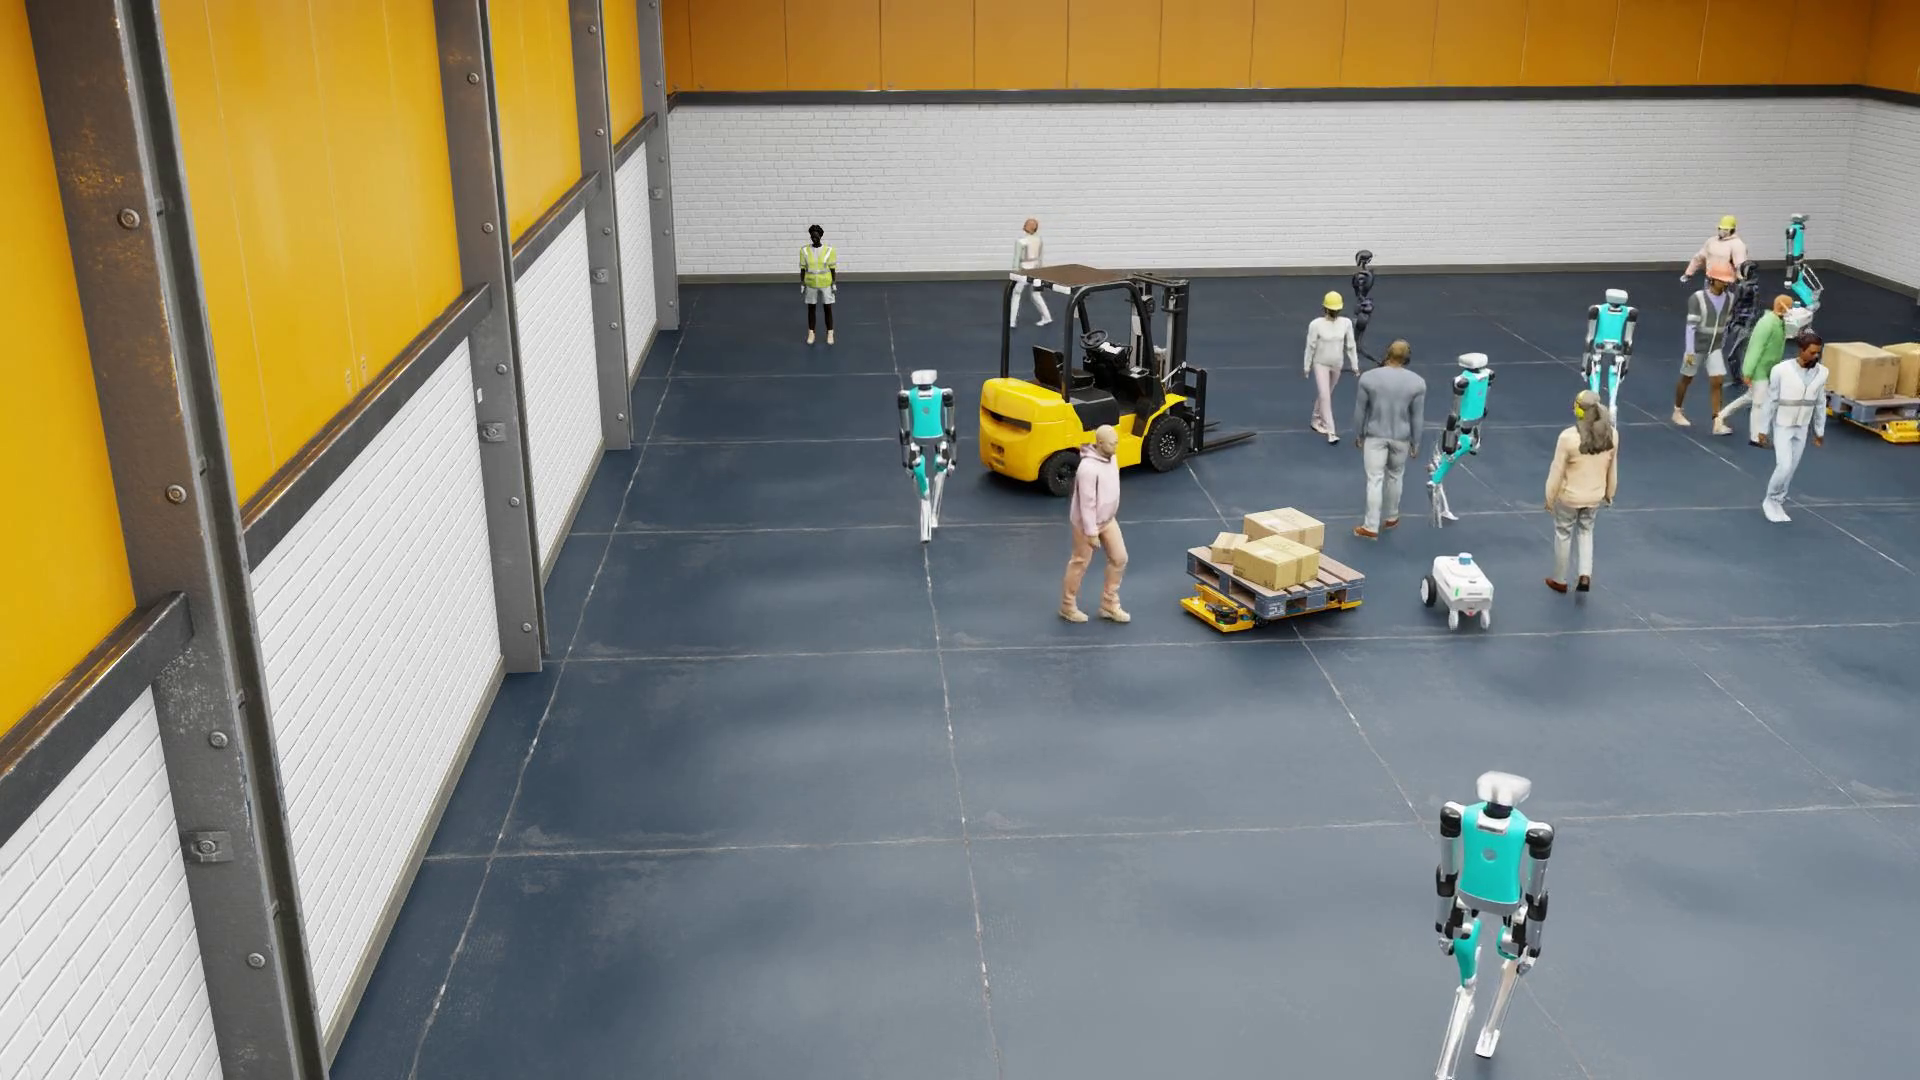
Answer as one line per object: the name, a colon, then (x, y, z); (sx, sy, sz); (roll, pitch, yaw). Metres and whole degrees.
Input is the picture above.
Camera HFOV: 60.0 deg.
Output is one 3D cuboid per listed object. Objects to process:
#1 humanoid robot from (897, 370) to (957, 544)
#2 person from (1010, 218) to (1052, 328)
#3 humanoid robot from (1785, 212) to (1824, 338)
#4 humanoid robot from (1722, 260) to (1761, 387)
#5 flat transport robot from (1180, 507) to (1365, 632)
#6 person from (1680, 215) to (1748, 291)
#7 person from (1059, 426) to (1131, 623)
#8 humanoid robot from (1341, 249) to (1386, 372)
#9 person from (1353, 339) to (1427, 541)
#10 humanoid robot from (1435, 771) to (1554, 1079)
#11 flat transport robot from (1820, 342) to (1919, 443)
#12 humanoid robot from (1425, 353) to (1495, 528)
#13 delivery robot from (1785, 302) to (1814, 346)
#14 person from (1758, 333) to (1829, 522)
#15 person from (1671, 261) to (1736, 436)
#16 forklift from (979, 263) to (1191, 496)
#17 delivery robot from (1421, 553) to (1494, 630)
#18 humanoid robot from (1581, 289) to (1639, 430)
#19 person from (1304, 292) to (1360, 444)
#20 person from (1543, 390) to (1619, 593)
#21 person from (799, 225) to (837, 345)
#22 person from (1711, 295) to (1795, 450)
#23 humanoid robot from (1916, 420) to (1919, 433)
humanoid robot: (-0.302, -0.813, 15.732); (0.560, 1.735, 1.036); (0, 20, 0)
person: (0.997, -3.897, 24.304); (0.563, 1.612, 0.551); (-17, 26, -39)
humanoid robot: (12.044, -3.743, 23.676); (0.752, 1.764, 0.538); (16, 25, 37)
humanoid robot: (9.945, -2.737, 21.074); (0.412, 1.635, 0.585); (-2, 20, -5)
flat transport robot: (2.679, 0.492, 14.286); (1.431, 0.231, 0.659); (-9, 22, -24)
person: (10.451, -3.599, 23.154); (0.741, 1.841, 0.881); (-8, 22, -20)
person: (1.159, -0.124, 13.825); (0.703, 1.742, 0.574); (14, 25, 34)
humanoid robot: (5.319, -2.974, 21.705); (0.605, 1.632, 0.589); (7, 21, 18)
person: (4.083, -0.960, 15.907); (0.645, 1.897, 0.711); (4, 21, 10)
humanoid robot: (2.672, 1.908, 8.324); (0.542, 1.782, 0.896); (12, 23, 29)
flat transport robot: (10.813, -1.436, 19.540); (0.659, 0.231, 1.431); (-3, 20, -8)
humanoid robot: (4.737, -0.948, 16.170); (0.547, 1.858, 0.690); (-15, 25, -34)
delivery robot: (11.810, -3.072, 23.584); (0.500, 0.596, 0.767); (17, 26, 38)
person: (8.131, -1.081, 16.194); (0.612, 1.900, 0.532); (-4, 20, -10)
person: (8.612, -2.189, 19.092); (0.624, 1.993, 1.024); (-3, 20, -8)
forklift: (1.315, -1.764, 17.646); (2.313, 2.155, 1.214); (-14, 24, -33)
delivery robot: (4.255, 0.409, 14.124); (0.499, 0.612, 0.815); (0, 20, 0)
humanoid robot: (7.251, -1.825, 18.541); (0.552, 1.830, 0.875); (3, 20, 8)
person: (4.213, -1.966, 18.870); (0.553, 1.716, 0.897); (-6, 21, -15)
person: (5.372, -0.400, 14.402); (0.616, 1.861, 0.549); (-3, 20, -7)
person: (-1.990, -3.580, 23.318); (0.534, 1.693, 0.319); (1, 20, 3)
person: (8.953, -1.935, 18.754); (0.750, 1.752, 0.588); (19, 27, 41)
humanoid robot: (10.288, -1.314, 17.256); (0.609, 1.648, 0.757); (5, 21, 14)
